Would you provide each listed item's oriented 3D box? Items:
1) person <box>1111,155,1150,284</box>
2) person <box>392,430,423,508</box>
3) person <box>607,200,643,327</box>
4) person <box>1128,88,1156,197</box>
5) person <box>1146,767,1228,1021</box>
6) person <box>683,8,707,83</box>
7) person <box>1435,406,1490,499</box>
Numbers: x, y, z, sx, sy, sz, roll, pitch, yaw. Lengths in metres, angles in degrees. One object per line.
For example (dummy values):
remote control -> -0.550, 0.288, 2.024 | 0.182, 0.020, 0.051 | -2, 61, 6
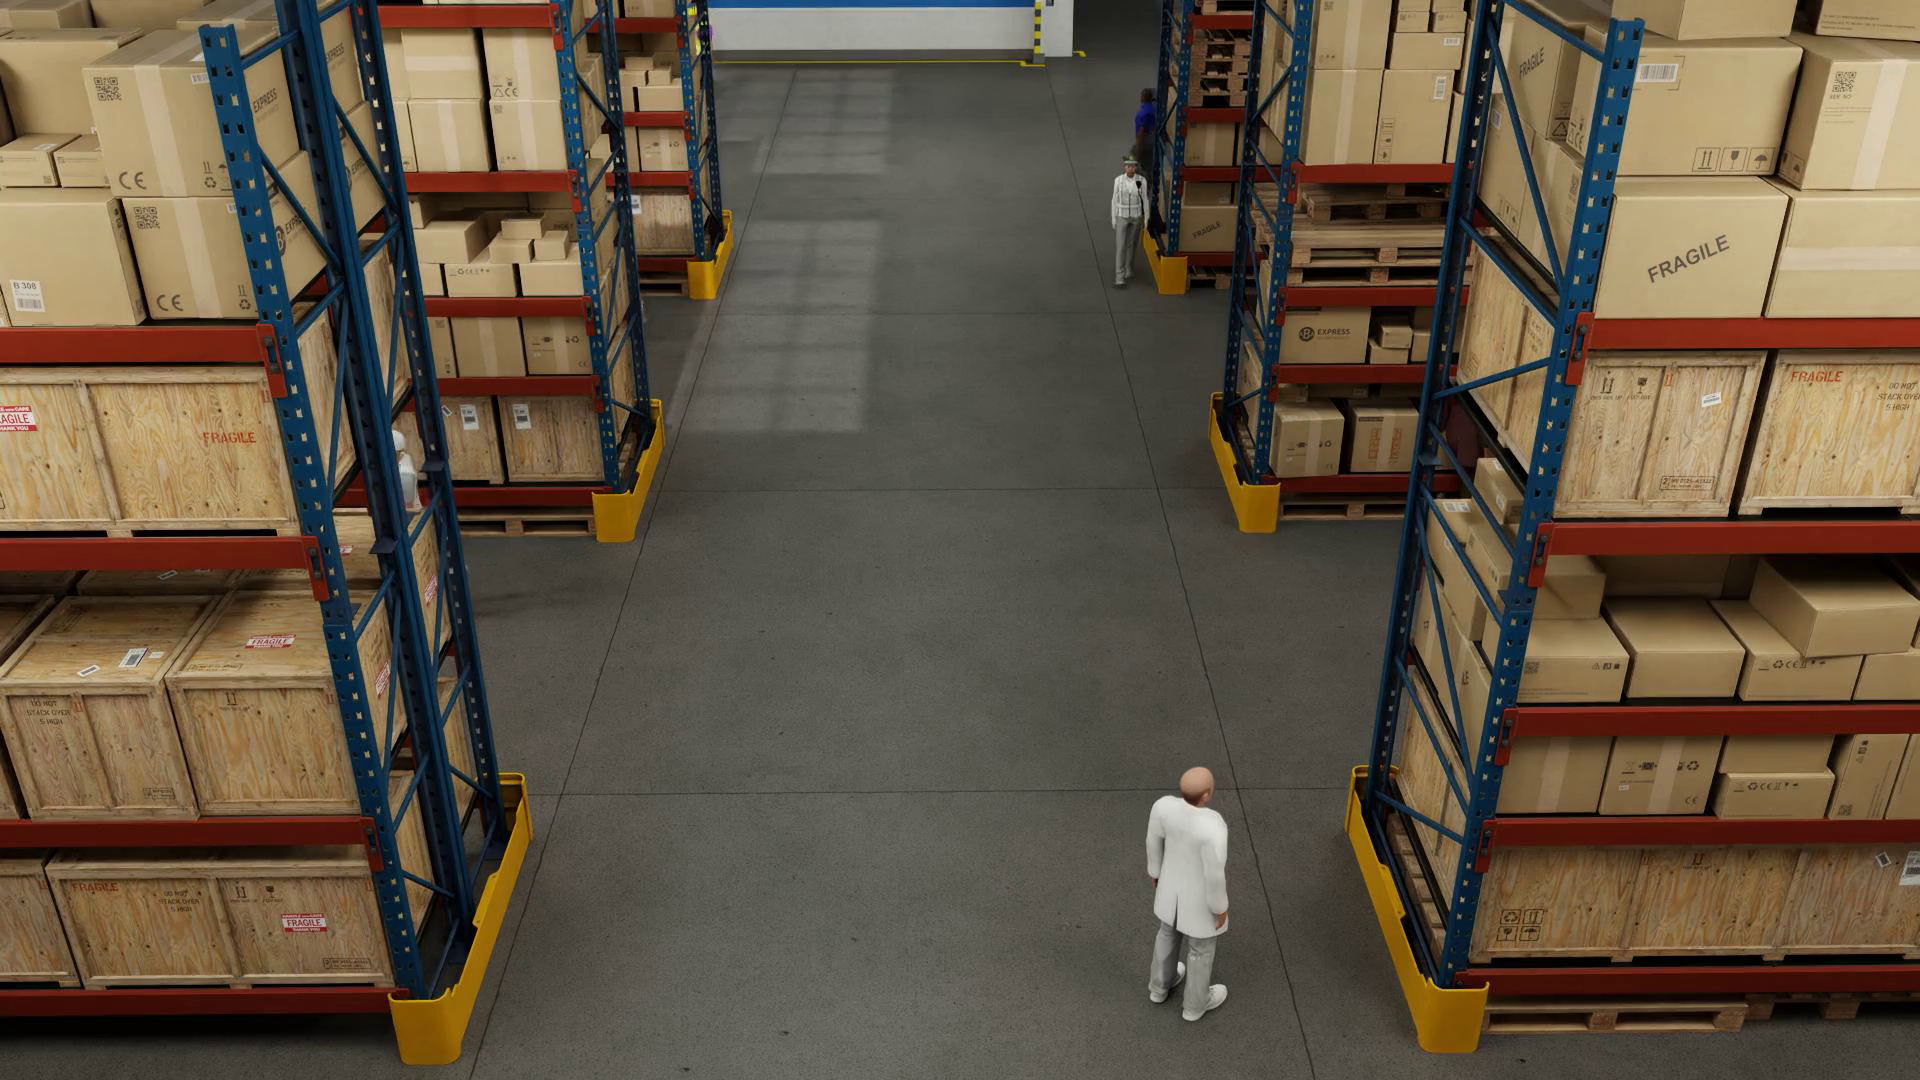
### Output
person -> 2.238, -4.200, 21.808 | 0.499, 1.673, 0.764 | 1, 28, 2
person -> -4.646, -0.132, 14.084 | 0.517, 1.788, 0.566 | -11, 30, -20
person -> -4.179, -3.319, 20.141 | 0.505, 1.670, 0.514 | 12, 30, 21
person -> 2.792, -5.984, 25.114 | 0.479, 1.660, 0.478 | 17, 33, 29
person -> 1.412, 2.078, 10.020 | 0.576, 1.781, 0.397 | 23, 36, 37
person -> -4.884, -8.706, 30.074 | 0.621, 1.745, 0.850 | 14, 31, 24
person -> 4.829, -0.993, 15.732 | 0.490, 1.781, 0.575 | -25, 37, -38
